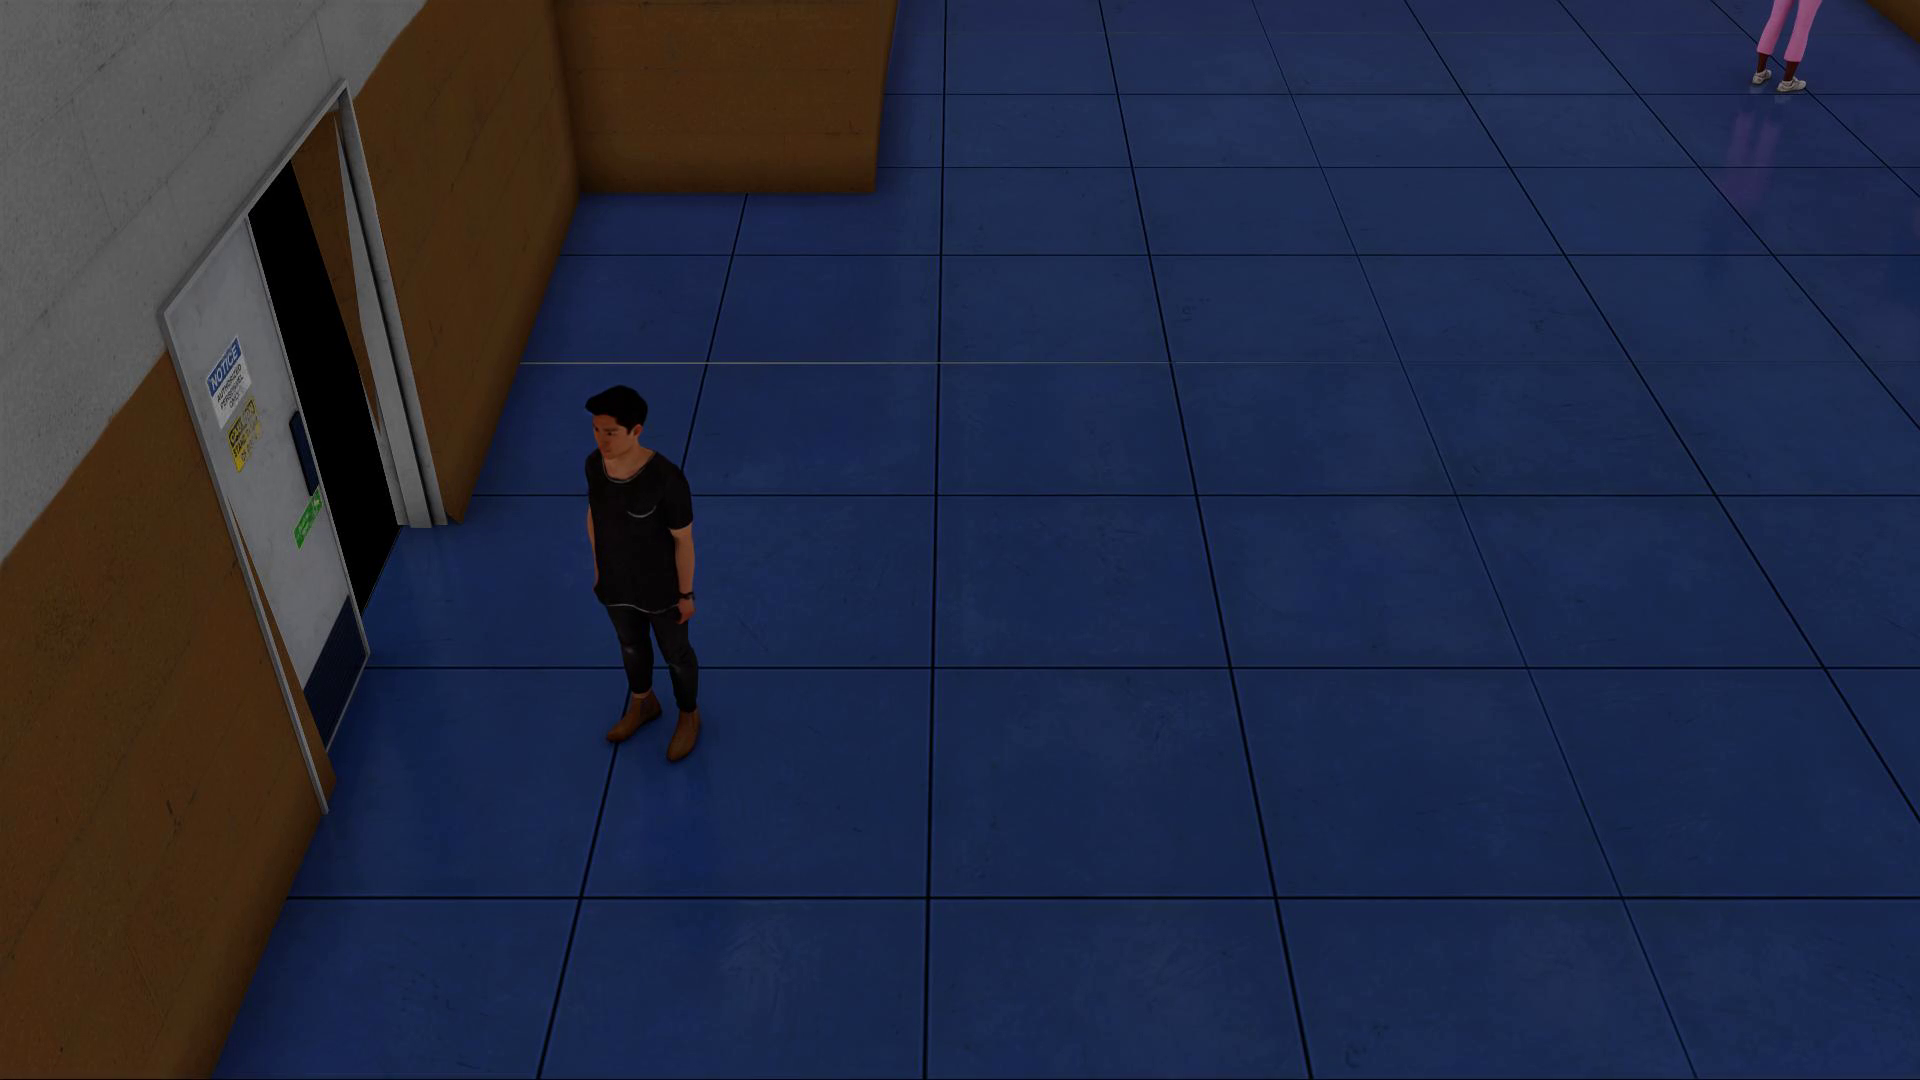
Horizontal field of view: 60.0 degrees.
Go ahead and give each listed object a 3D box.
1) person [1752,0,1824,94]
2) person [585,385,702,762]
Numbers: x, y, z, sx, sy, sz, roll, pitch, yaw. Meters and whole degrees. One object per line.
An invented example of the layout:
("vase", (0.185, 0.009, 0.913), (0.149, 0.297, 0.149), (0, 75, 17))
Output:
("person", (6.313, -4.238, 12.407), (0.688, 1.740, 0.652), (-25, 43, -29))
("person", (-1.259, 0.124, 6.615), (0.635, 1.717, 0.762), (16, 40, 20))
